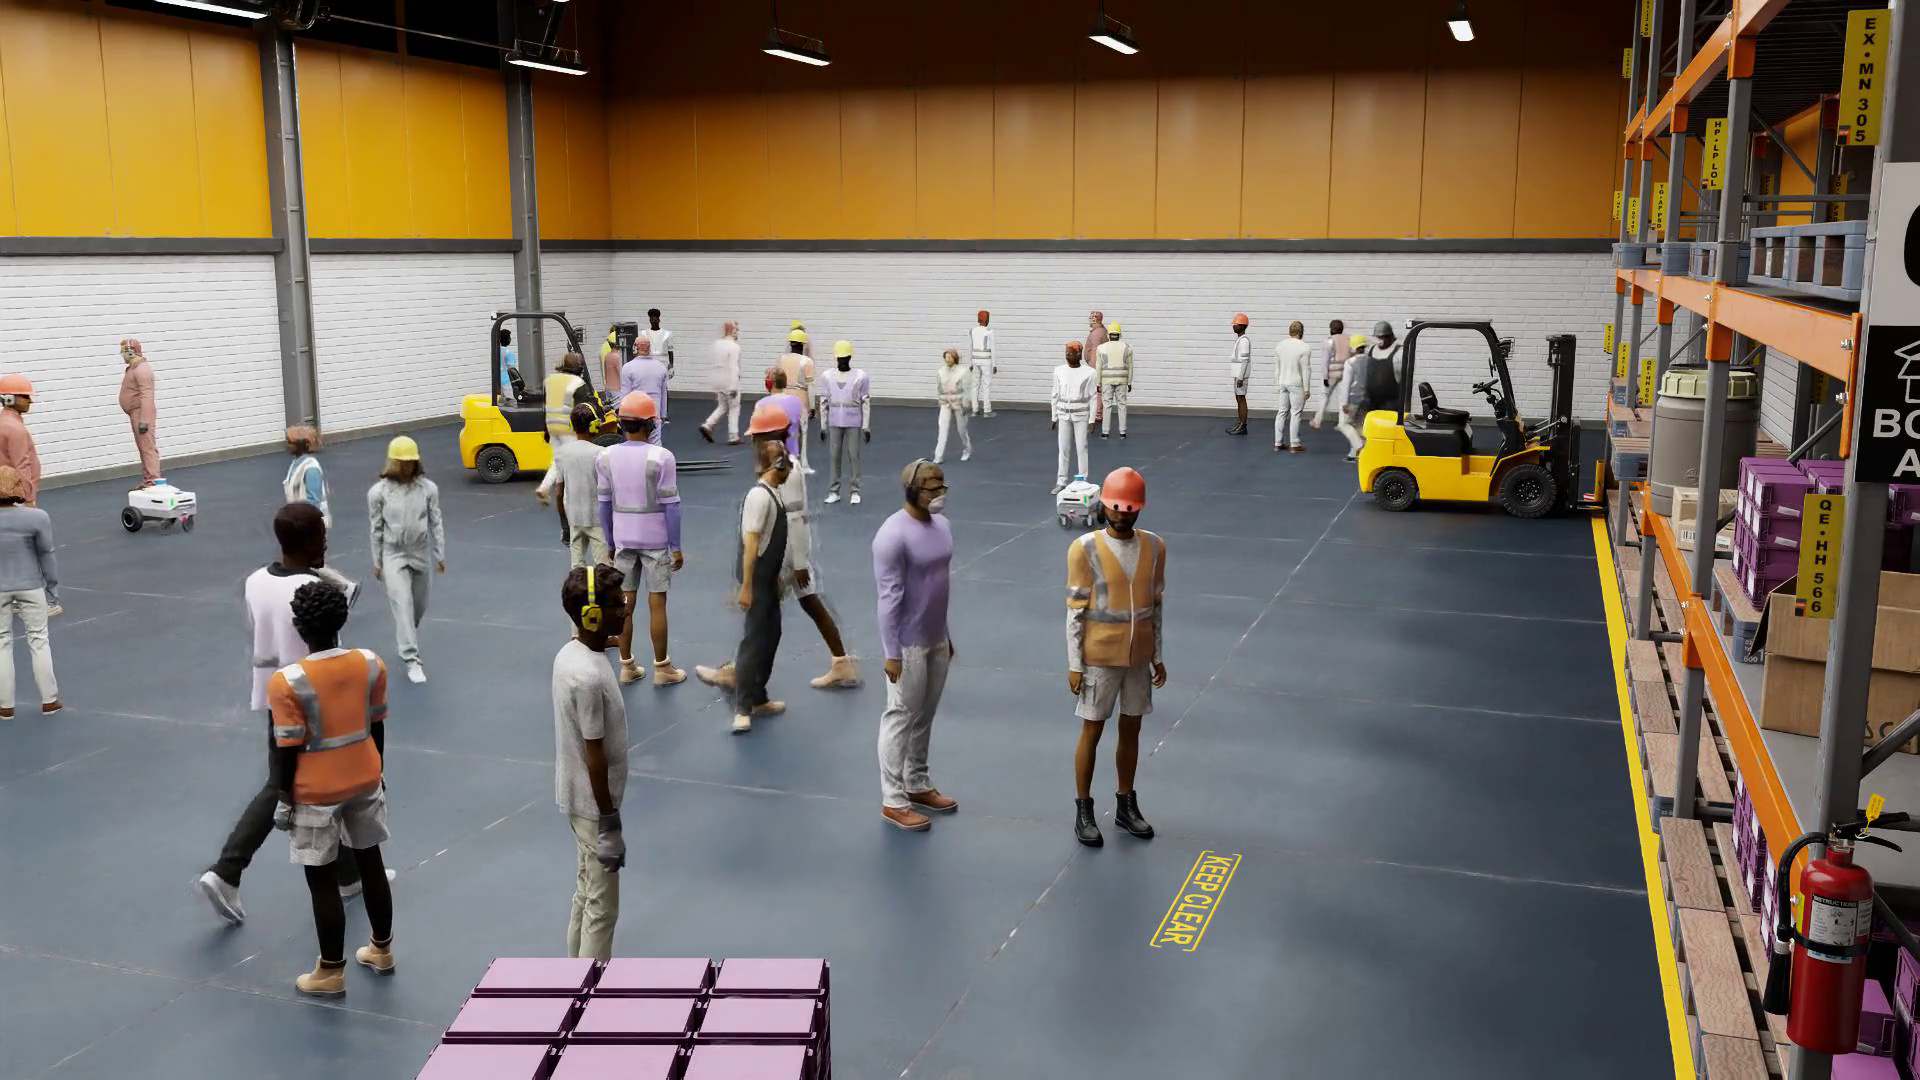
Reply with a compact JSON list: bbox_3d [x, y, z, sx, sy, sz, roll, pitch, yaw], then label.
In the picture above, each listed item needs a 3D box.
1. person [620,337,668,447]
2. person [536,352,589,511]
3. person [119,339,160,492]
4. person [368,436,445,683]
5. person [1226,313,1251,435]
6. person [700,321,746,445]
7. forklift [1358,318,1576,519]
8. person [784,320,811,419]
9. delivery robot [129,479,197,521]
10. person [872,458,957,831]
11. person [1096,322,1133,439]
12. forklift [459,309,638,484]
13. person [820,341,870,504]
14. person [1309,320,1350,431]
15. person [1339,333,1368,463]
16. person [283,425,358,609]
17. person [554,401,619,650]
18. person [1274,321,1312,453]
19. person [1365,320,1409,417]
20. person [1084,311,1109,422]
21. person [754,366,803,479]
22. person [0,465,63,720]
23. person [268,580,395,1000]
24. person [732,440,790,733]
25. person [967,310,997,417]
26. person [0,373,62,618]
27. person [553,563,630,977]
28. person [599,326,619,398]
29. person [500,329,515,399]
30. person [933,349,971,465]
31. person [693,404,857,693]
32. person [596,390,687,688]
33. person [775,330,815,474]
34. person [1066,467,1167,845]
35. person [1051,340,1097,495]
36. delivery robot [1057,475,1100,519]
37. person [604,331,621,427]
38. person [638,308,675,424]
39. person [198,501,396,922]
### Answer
[{"bbox_3d":[-3.944,-1.574,20.702,0.647,1.901,0.402,-9,13,-41],"label":"person"},{"bbox_3d":[-4.512,-1.228,18.987,0.644,1.814,0.565,7,12,34],"label":"person"},{"bbox_3d":[-9.946,-1.479,20.148,0.400,1.902,0.643,-6,12,-31],"label":"person"},{"bbox_3d":[-3.937,0.098,11.794,0.496,1.714,0.805,-7,12,-34],"label":"person"},{"bbox_3d":[4.474,-2.652,26.634,0.348,1.942,0.546,0,10,2],"label":"person"},{"bbox_3d":[-3.575,-2.360,25.117,0.608,1.895,0.670,-9,13,-40],"label":"person"},{"bbox_3d":[5.787,-1.437,19.079,2.313,2.155,1.214,3,11,19],"label":"forklift"},{"bbox_3d":[-2.846,-2.985,29.151,0.914,1.713,0.528,9,13,41],"label":"person"},{"bbox_3d":[-8.457,-0.408,17.639,0.707,0.478,0.477,5,11,25],"label":"delivery robot"},{"bbox_3d":[-0.225,0.531,8.718,0.356,1.936,0.635,5,11,27],"label":"person"},{"bbox_3d":[2.406,-2.478,25.962,0.590,1.833,0.404,0,10,-3],"label":"person"},{"bbox_3d":[-5.354,-1.902,21.697,2.313,2.155,1.214,-2,10,-13],"label":"forklift"},{"bbox_3d":[-1.345,-1.368,19.468,0.613,1.919,0.406,2,10,10],"label":"person"},{"bbox_3d":[6.114,-2.701,27.298,0.632,1.811,0.805,-3,11,-18],"label":"person"},{"bbox_3d":[5.509,-1.945,22.999,0.607,1.817,0.530,-6,12,-31],"label":"person"},{"bbox_3d":[-5.128,-0.109,13.224,0.553,1.625,0.521,-7,12,-35],"label":"person"},{"bbox_3d":[-2.775,-0.102,12.477,0.510,1.872,0.328,3,11,17],"label":"person"},{"bbox_3d":[4.882,-2.244,24.388,0.380,1.930,0.626,-8,13,-38],"label":"person"},{"bbox_3d":[5.861,-2.036,22.884,0.706,2.000,0.695,10,14,44],"label":"person"},{"bbox_3d":[2.324,-2.972,28.531,0.406,1.911,0.637,4,11,21],"label":"person"},{"bbox_3d":[-1.770,-0.787,16.401,0.372,1.843,0.570,10,14,43],"label":"person"},{"bbox_3d":[-6.069,0.336,10.674,0.507,1.631,0.266,-5,11,-26],"label":"person"},{"bbox_3d":[-2.543,1.003,6.741,0.317,1.695,0.540,6,12,32],"label":"person"},{"bbox_3d":[-1.263,0.292,10.468,0.397,1.804,0.706,1,10,4],"label":"person"},{"bbox_3d":[0.400,-3.108,29.360,0.585,1.882,0.337,7,12,35],"label":"person"},{"bbox_3d":[-7.687,-0.363,13.603,0.392,1.991,0.612,-9,14,-43],"label":"person"},{"bbox_3d":[-1.341,1.007,6.233,0.328,1.872,0.514,-4,11,-21],"label":"person"},{"bbox_3d":[-5.149,-2.320,25.068,0.621,1.838,0.430,9,14,42],"label":"person"},{"bbox_3d":[-7.263,-2.512,26.533,0.537,1.696,0.321,8,13,38],"label":"person"},{"bbox_3d":[-0.091,-1.868,23.220,0.519,1.591,0.886,4,11,22],"label":"person"},{"bbox_3d":[-1.225,0.065,11.236,1.127,1.973,0.608,0,10,-3],"label":"person"},{"bbox_3d":[-2.176,0.000,11.405,0.608,2.048,0.365,3,11,17],"label":"person"},{"bbox_3d":[-2.164,-1.819,22.014,0.586,1.919,0.388,5,11,24],"label":"person"},{"bbox_3d":[0.809,0.586,8.425,0.552,1.930,0.371,-4,11,-22],"label":"person"},{"bbox_3d":[1.371,-1.470,20.136,0.572,1.886,0.355,5,11,24],"label":"person"},{"bbox_3d":[1.280,-0.455,17.904,0.477,0.478,0.707,3,11,17],"label":"delivery robot"},{"bbox_3d":[-5.055,-2.192,24.538,0.315,1.769,0.525,-8,13,-39],"label":"person"},{"bbox_3d":[-5.154,-2.943,28.212,0.613,1.961,0.361,-1,10,-7],"label":"person"},{"bbox_3d":[-3.027,0.769,7.504,0.587,1.900,0.845,6,12,30],"label":"person"}]
